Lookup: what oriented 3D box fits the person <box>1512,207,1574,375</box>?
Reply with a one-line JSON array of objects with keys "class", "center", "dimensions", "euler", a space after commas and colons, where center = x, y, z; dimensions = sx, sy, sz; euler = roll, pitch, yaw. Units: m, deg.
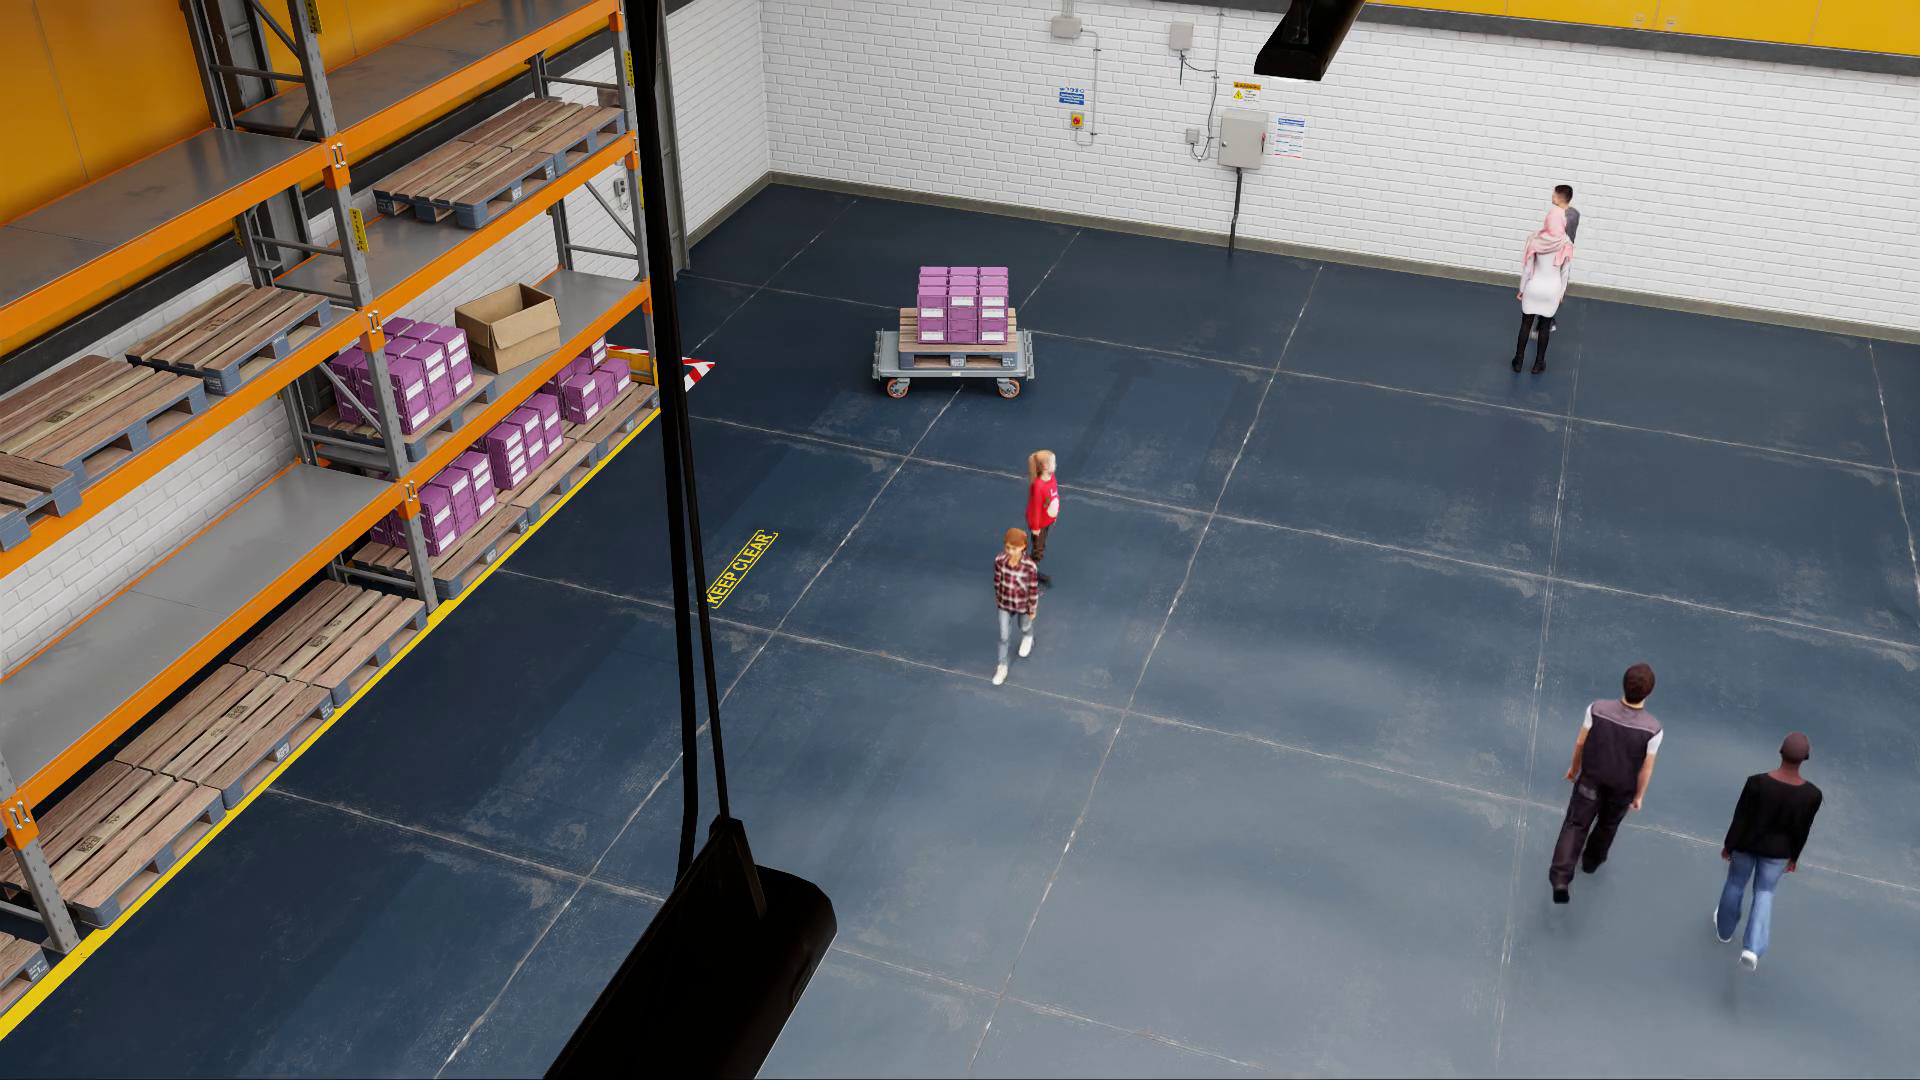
[{"class": "person", "center": [5.982, -2.558, 17.083], "dimensions": [0.621, 1.804, 0.579], "euler": [12, 36, 18]}]

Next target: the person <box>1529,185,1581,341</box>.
[{"class": "person", "center": [6.352, -2.900, 17.645], "dimensions": [0.682, 1.751, 0.783], "euler": [-27, 42, -34]}]

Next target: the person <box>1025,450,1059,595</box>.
[{"class": "person", "center": [0.656, -0.155, 13.954], "dimensions": [0.642, 1.265, 0.429], "euler": [21, 39, 29]}]

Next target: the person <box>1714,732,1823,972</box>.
[{"class": "person", "center": [4.994, 1.964, 10.343], "dimensions": [0.610, 1.733, 0.930], "euler": [9, 35, 14]}]

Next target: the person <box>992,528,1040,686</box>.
[{"class": "person", "center": [0.466, 0.445, 13.034], "dimensions": [0.530, 1.284, 0.875], "euler": [11, 35, 16]}]

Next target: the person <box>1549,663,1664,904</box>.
[{"class": "person", "center": [4.180, 1.610, 10.794], "dimensions": [0.814, 1.824, 1.139], "euler": [20, 38, 27]}]
